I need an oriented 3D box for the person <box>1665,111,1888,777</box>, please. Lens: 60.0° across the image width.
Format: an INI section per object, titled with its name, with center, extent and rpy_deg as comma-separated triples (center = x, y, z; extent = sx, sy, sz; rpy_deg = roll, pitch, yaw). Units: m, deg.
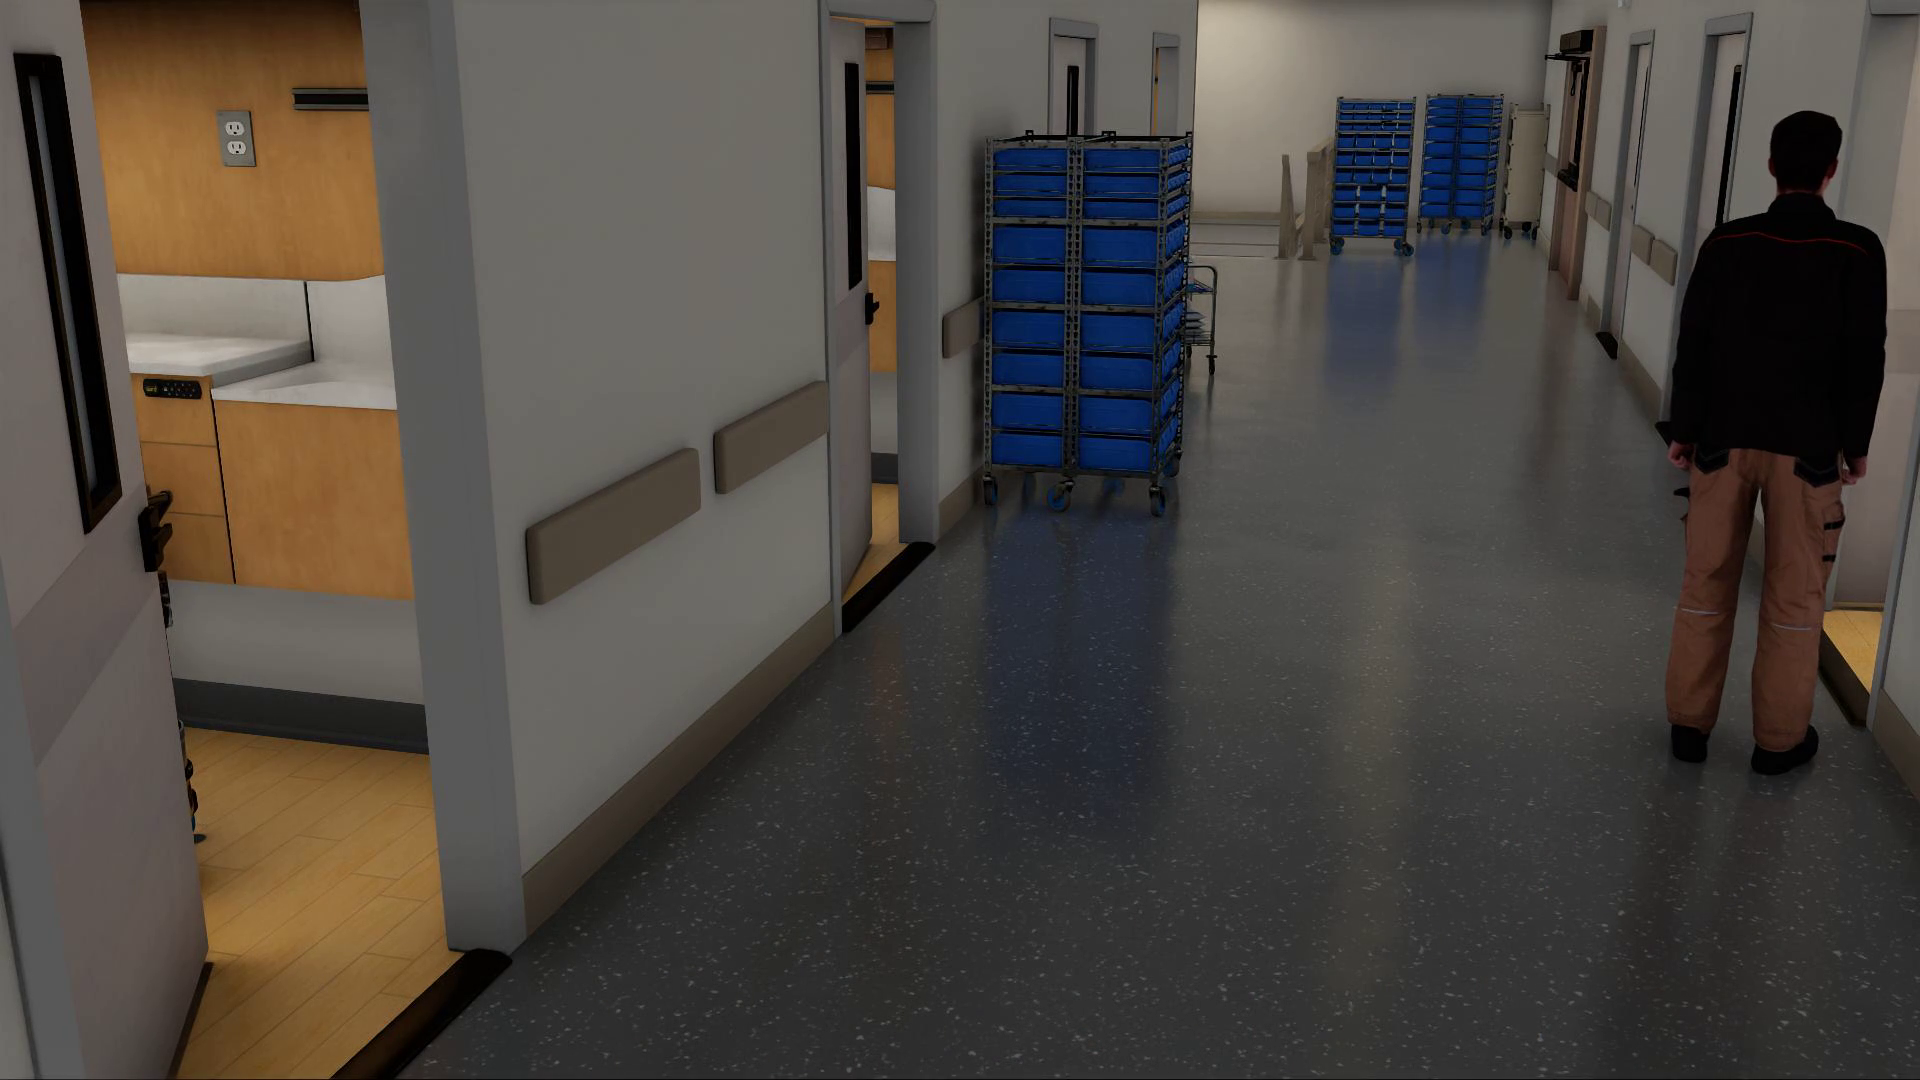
[person]
center = 2.358, -0.268, 4.871
extent = 0.769, 1.923, 0.703
rpy_deg = 10, 19, 31
